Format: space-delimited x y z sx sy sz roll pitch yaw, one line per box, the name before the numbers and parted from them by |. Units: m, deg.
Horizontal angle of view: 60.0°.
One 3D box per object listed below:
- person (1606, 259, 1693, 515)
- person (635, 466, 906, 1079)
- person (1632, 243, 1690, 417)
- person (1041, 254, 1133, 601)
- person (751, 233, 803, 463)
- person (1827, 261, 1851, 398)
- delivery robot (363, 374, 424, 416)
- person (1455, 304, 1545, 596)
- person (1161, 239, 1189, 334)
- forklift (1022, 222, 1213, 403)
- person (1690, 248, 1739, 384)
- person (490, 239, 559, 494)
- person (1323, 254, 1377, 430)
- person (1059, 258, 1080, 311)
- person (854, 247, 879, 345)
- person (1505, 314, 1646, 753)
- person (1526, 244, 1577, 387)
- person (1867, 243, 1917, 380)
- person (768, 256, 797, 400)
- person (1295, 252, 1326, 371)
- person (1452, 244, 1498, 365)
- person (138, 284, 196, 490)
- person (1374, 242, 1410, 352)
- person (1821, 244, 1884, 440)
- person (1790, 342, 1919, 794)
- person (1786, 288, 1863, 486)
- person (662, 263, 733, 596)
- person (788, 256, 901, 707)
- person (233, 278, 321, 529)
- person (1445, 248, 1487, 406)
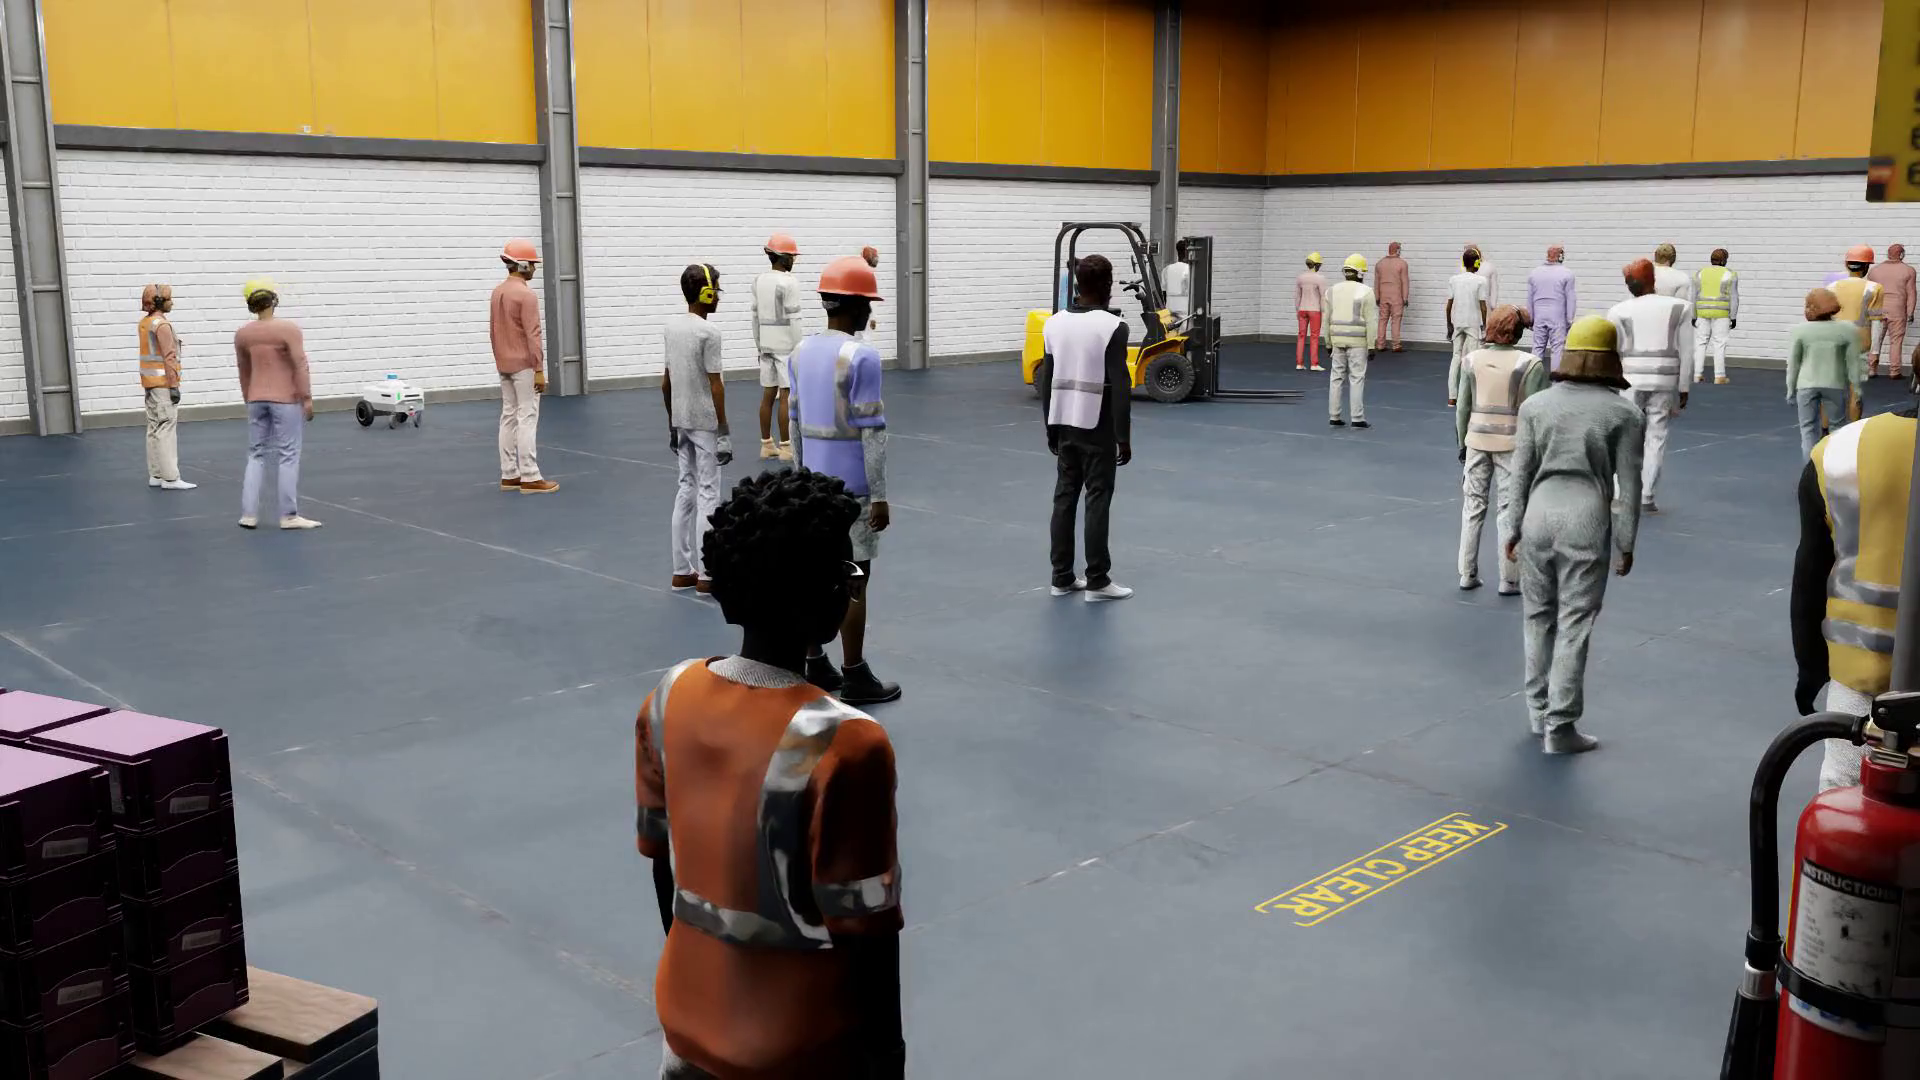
person | 4.949 -1.087 12.008 0.618 1.858 0.413 3 11 17
person | -0.264 0.734 2.477 0.317 1.695 0.540 -10 14 -44
person | 7.792 -2.332 18.542 0.355 1.936 0.635 -10 14 -44
person | 0.697 -0.616 9.244 0.372 1.914 0.597 -10 14 -44
person | -1.592 -1.715 14.891 0.391 2.040 0.615 -10 14 -44
person | 11.013 -2.690 20.852 0.441 1.813 0.618 -3 11 -14
delivery robot | -6.008 -1.522 17.643 0.707 0.478 0.477 8 13 38
person | 3.044 -0.506 9.399 0.310 1.638 0.523 -10 14 -44
person | 3.091 -3.209 23.249 0.367 1.962 0.613 -10 14 -44
forklift | 1.935 -2.847 20.651 2.313 2.155 1.214 2 11 13
person | 10.335 -3.061 22.781 0.429 1.841 0.634 -10 14 -44
person | -3.449 -1.365 13.119 0.401 1.989 0.623 -10 14 -44
person | 4.084 -2.061 17.359 0.404 1.827 0.600 -10 14 -44
person | 1.721 -3.660 26.543 0.375 1.669 0.564 -3 11 -16
person | -1.395 -3.145 23.217 0.518 1.863 0.619 -6 12 -28
person | 2.441 -0.030 6.620 0.507 1.707 0.596 8 13 36
person | 7.682 -2.873 21.582 0.403 1.904 0.652 -10 14 -44
person | 13.114 -3.214 23.439 0.403 1.906 0.652 -10 14 -44
person | -2.163 -2.658 20.353 0.386 1.922 0.594 -10 14 -44
person | 5.258 -3.405 24.869 0.330 1.765 0.533 -10 14 -44
person | 7.992 -3.639 25.878 0.686 1.878 0.465 3 11 17
person | -6.364 -1.216 13.271 0.310 1.638 0.523 -10 14 -44
person | 7.509 -4.208 28.859 0.403 1.906 0.652 -10 14 -44
person | 8.533 -1.854 15.936 0.373 1.934 0.551 -10 14 -44
person | 2.406 0.358 4.139 0.429 1.841 0.634 -10 14 -44
person | 6.873 -1.182 13.187 0.621 1.606 0.304 4 11 23
person | -1.471 -0.620 9.406 0.309 1.864 0.534 -10 14 -44
person | -0.490 -0.253 7.215 0.378 1.932 0.551 -10 14 -44
person | -4.749 -0.925 11.462 0.617 1.729 0.395 3 11 14
person | 5.982 -2.493 19.623 0.309 1.863 0.534 -10 14 -44
